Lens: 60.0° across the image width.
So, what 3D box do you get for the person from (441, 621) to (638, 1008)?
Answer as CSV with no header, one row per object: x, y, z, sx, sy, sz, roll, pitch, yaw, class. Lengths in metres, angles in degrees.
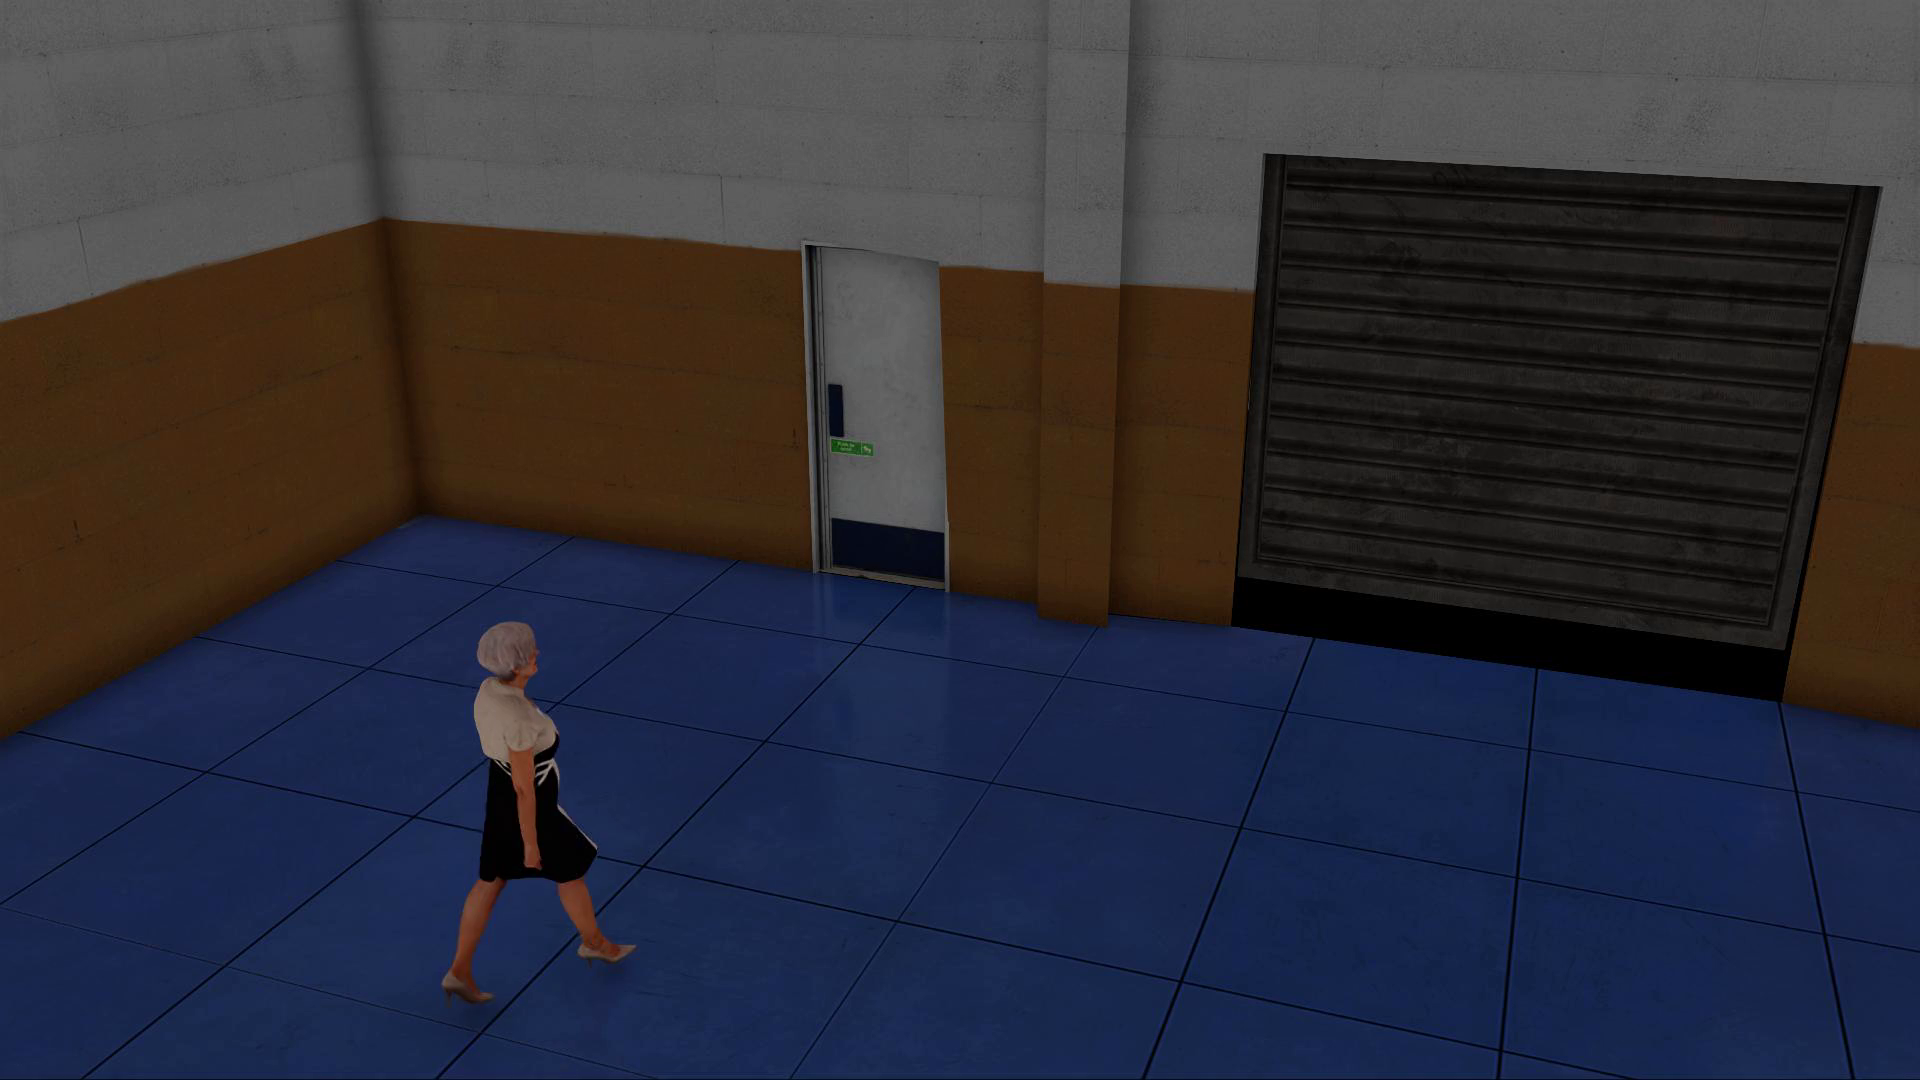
-1.887,1.168,6.816,1.058,1.713,1.104,-15,27,-33,person
